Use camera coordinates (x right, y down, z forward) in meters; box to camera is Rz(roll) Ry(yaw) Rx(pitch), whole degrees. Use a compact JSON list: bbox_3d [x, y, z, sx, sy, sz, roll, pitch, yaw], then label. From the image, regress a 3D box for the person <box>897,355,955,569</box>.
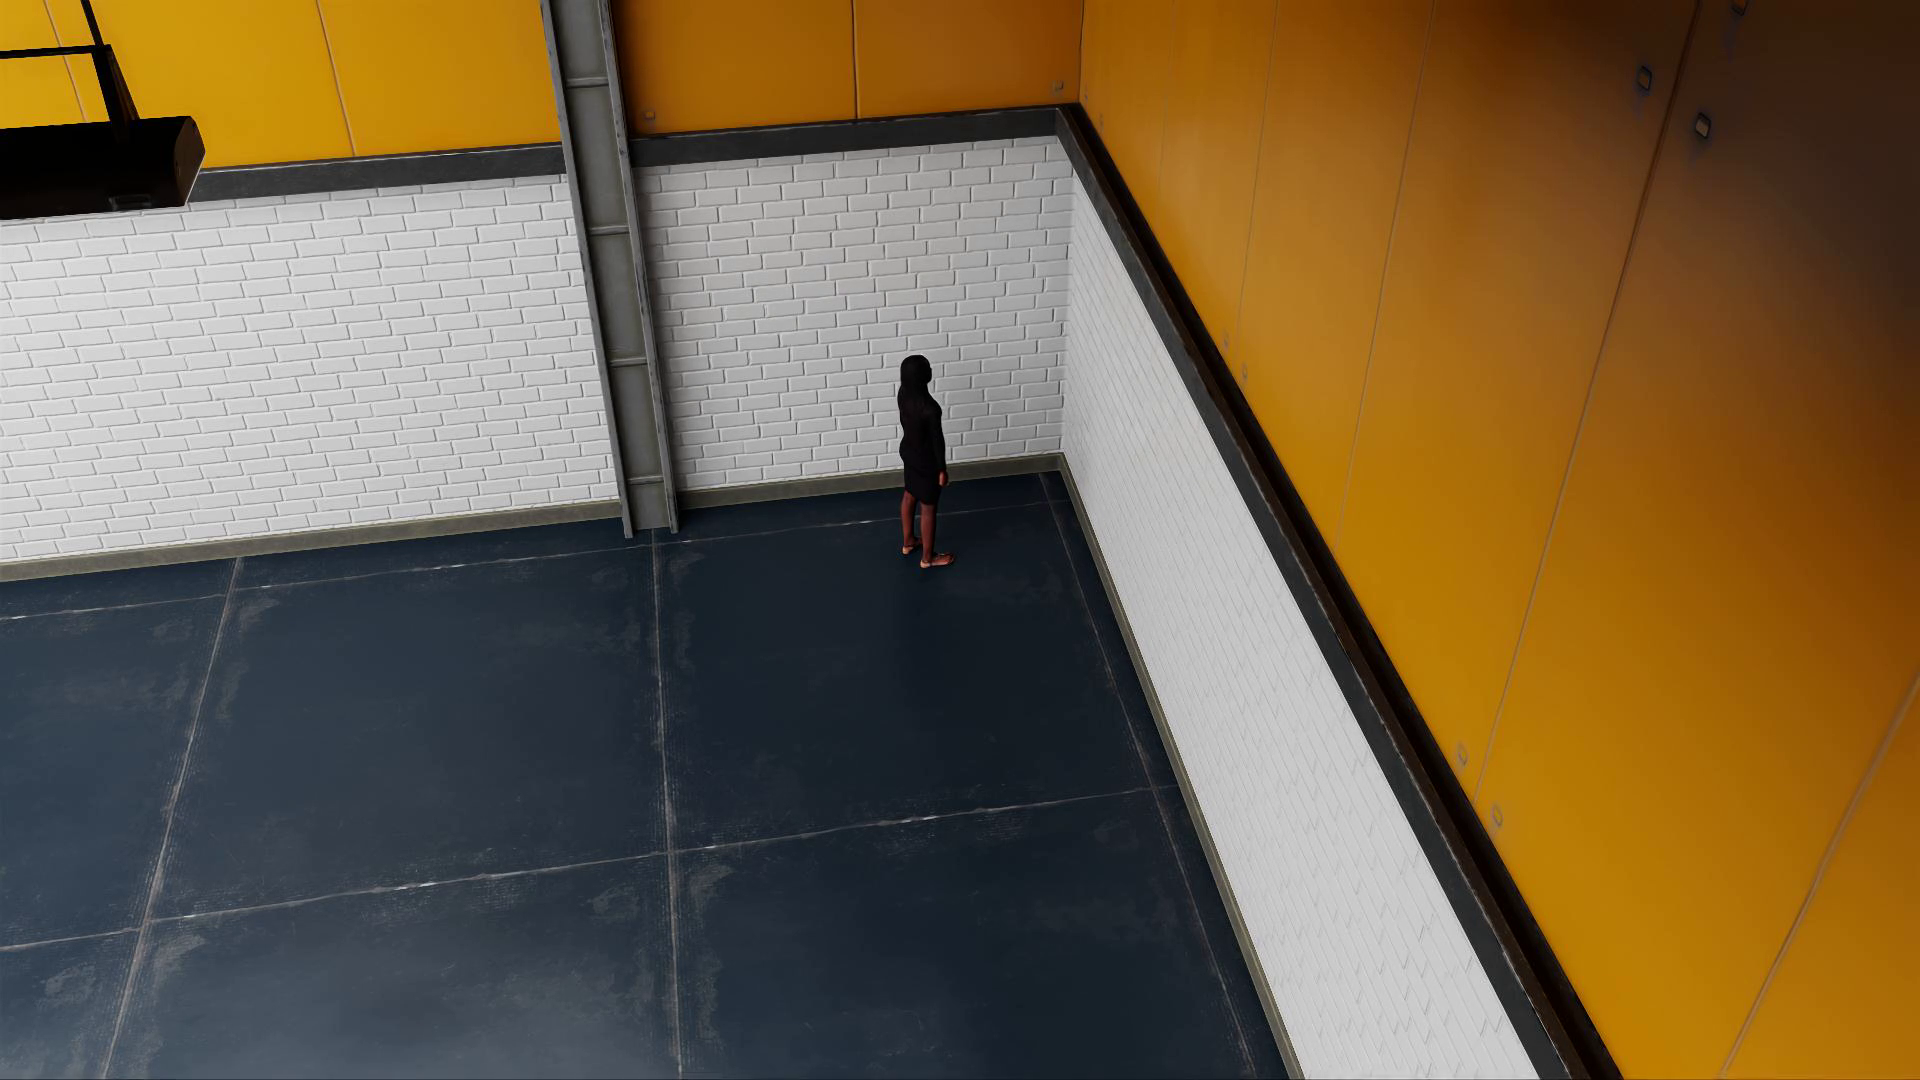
[{"bbox_3d":[-0.266,-0.564,11.671,0.666,1.720,0.685,-24,45,-27],"label":"person"}]
